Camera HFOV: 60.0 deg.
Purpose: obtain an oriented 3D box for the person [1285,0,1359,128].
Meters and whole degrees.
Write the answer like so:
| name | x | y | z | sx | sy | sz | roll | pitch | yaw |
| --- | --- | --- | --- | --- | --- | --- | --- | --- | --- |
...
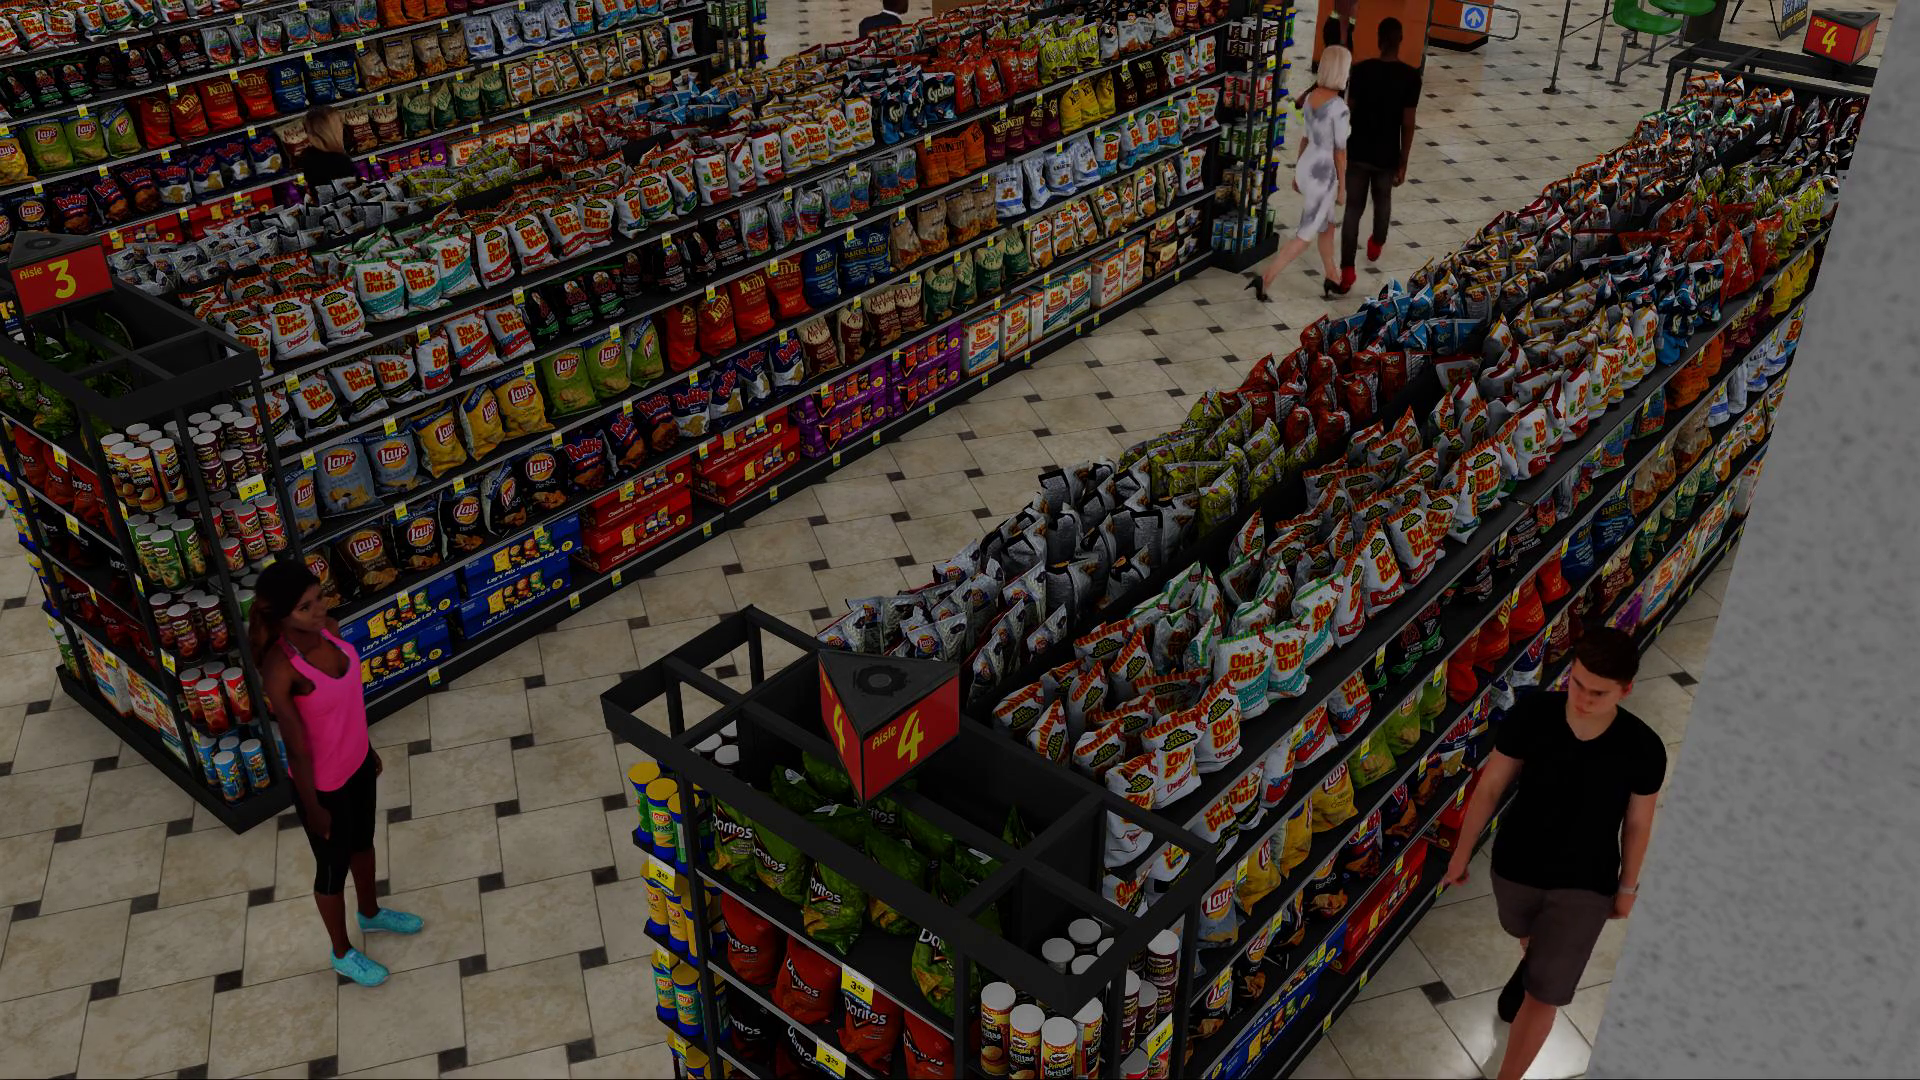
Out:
| name | x | y | z | sx | sy | sz | roll | pitch | yaw |
| --- | --- | --- | --- | --- | --- | --- | --- | --- | --- |
| person | 3.052 | -4.163 | 13.787 | 0.882 | 1.738 | 0.864 | 2 | 32 | 4 |

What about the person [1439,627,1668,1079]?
| name | x | y | z | sx | sy | sz | roll | pitch | yaw |
| --- | --- | --- | --- | --- | --- | --- | --- | --- | --- |
| person | 1.953 | 1.015 | 5.394 | 0.781 | 1.814 | 1.238 | 20 | 37 | 29 |

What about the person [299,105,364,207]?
| name | x | y | z | sx | sy | sz | roll | pitch | yaw |
| --- | --- | --- | --- | --- | --- | --- | --- | --- | --- |
| person | -3.758 | -1.750 | 9.989 | 0.700 | 1.653 | 0.843 | 14 | 35 | 22 |

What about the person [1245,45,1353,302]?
| name | x | y | z | sx | sy | sz | roll | pitch | yaw |
| --- | --- | --- | --- | --- | --- | --- | --- | --- | --- |
| person | 2.267 | -2.302 | 10.824 | 1.148 | 1.710 | 0.909 | -12 | 34 | -18 |

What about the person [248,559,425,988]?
| name | x | y | z | sx | sy | sz | roll | pitch | yaw |
| --- | --- | --- | --- | --- | --- | --- | --- | --- | --- |
| person | -2.203 | 0.801 | 5.824 | 0.711 | 1.723 | 0.612 | 8 | 33 | 12 |

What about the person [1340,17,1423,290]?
| name | x | y | z | sx | sy | sz | roll | pitch | yaw |
| --- | --- | --- | --- | --- | --- | --- | --- | --- | --- |
| person | 2.739 | -2.534 | 11.156 | 0.981 | 1.753 | 1.253 | 9 | 33 | 14 |
